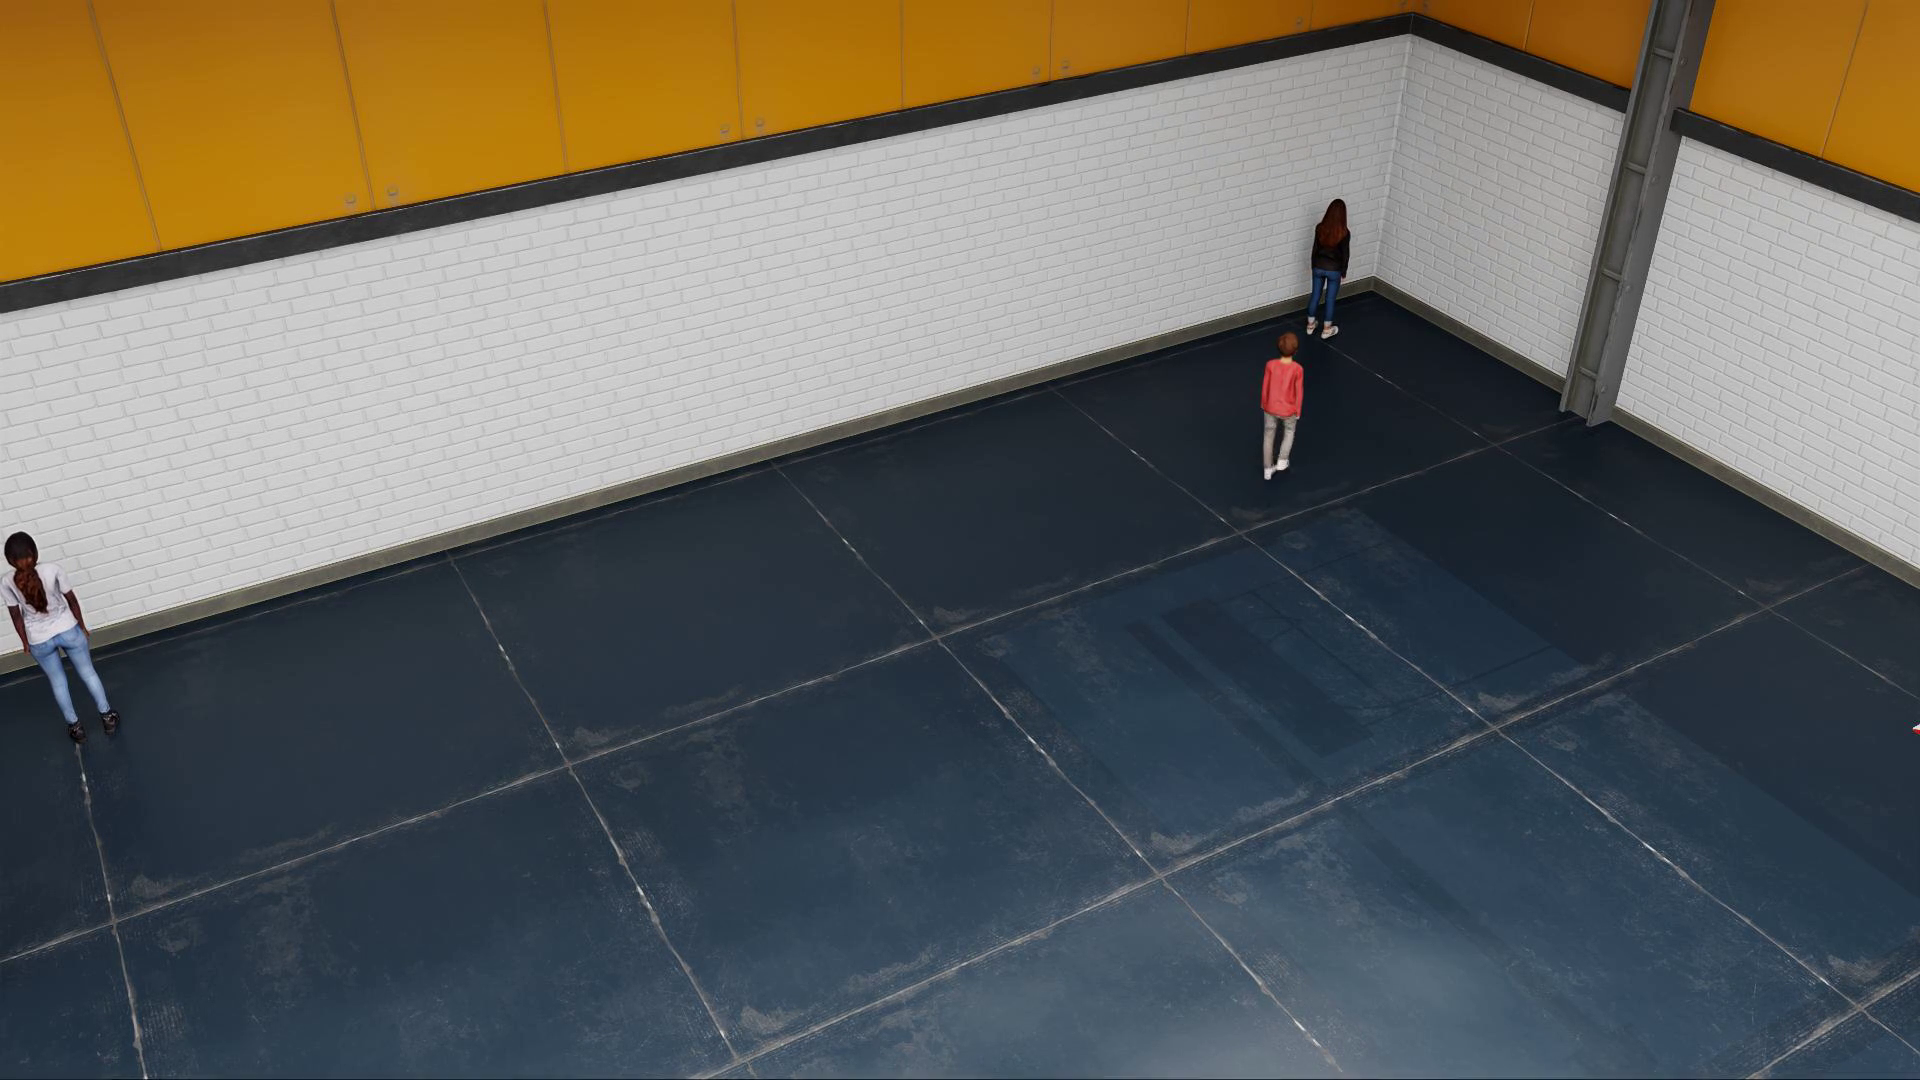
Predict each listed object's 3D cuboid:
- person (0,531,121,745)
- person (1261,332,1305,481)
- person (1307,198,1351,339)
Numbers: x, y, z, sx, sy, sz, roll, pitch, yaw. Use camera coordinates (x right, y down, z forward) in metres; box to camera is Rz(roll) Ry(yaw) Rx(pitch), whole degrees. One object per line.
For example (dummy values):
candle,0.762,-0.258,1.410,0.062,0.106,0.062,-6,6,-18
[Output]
person,-6.341,0.679,11.653,0.570,1.719,0.503,-18,38,-25
person,2.820,-1.155,14.690,0.672,1.411,0.732,12,35,18
person,3.781,-2.799,17.099,0.589,1.481,0.688,18,37,24
